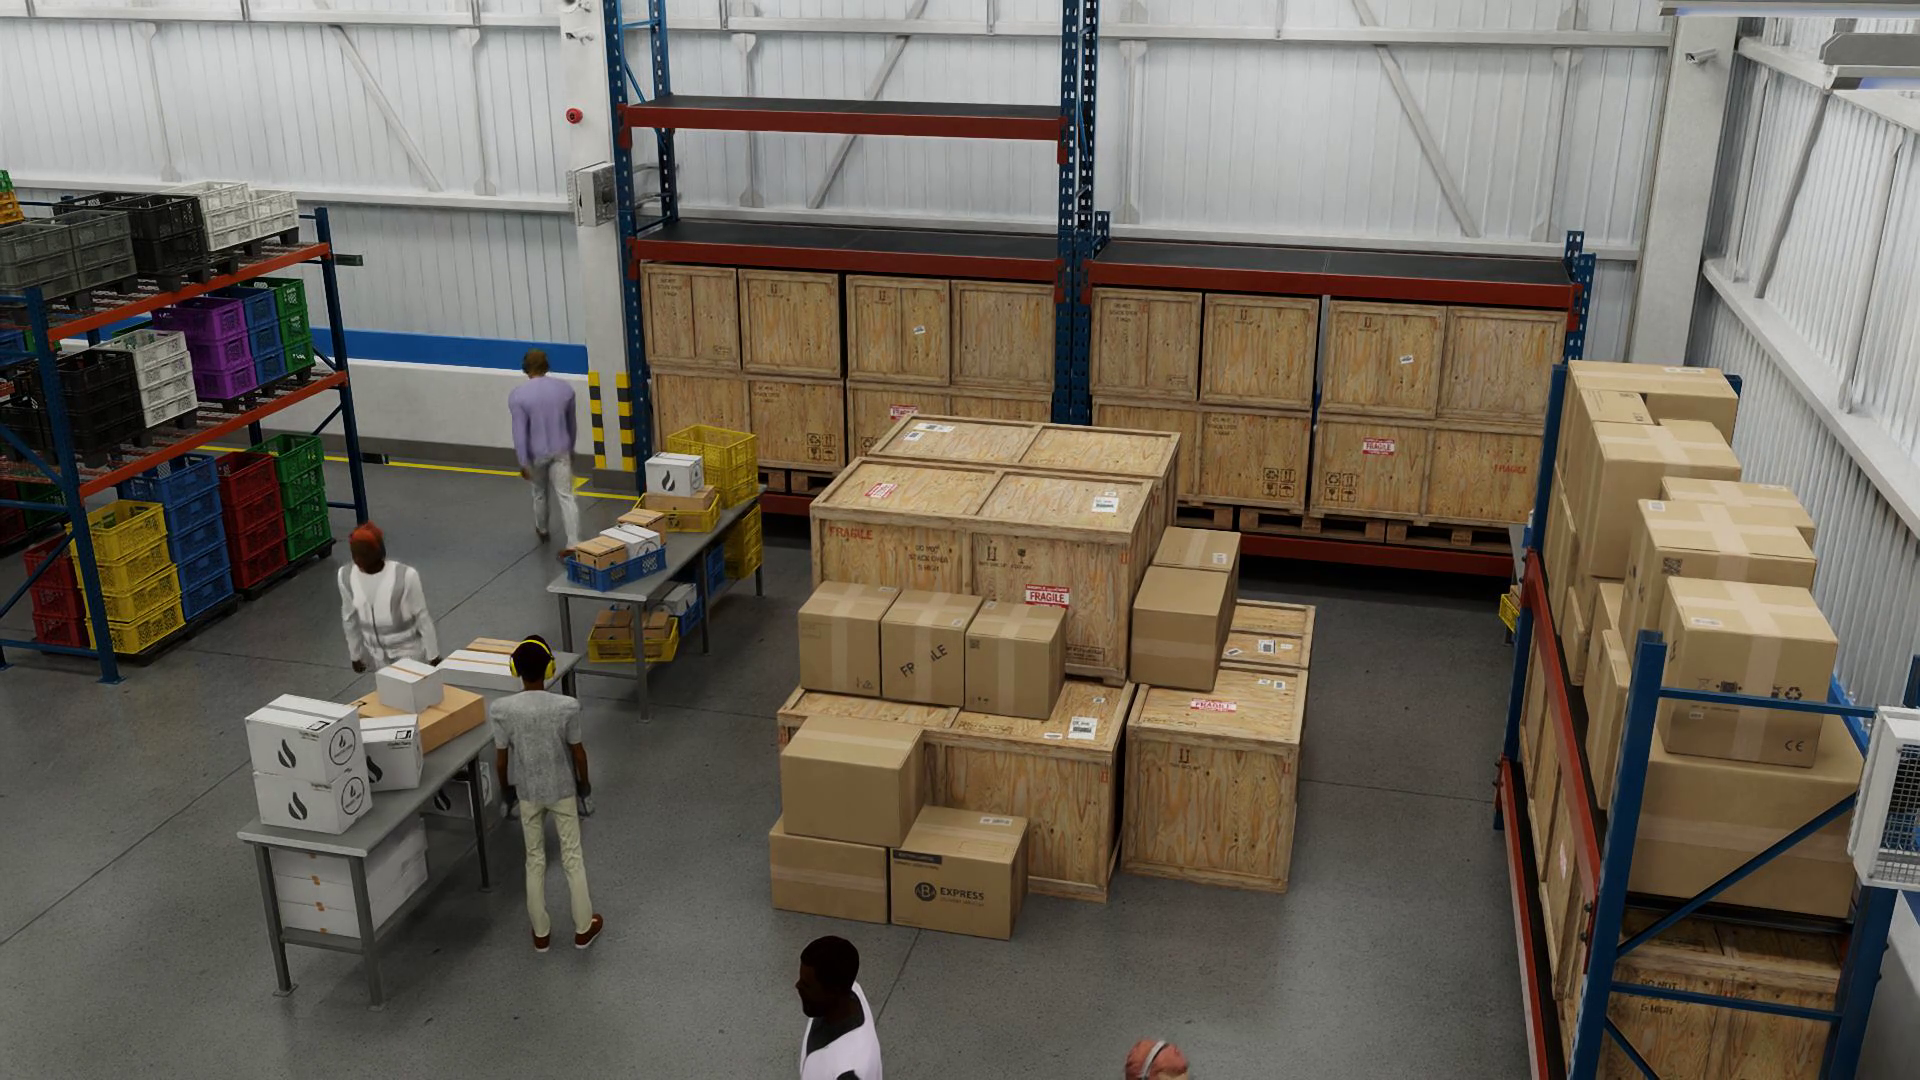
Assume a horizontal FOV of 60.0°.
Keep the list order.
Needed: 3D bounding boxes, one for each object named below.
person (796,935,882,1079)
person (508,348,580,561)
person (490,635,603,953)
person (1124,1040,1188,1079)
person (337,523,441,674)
[{"bbox_3d":[-0.454,2.376,6.503,0.392,1.919,0.590,-4,21,-11],"label":"person"},{"bbox_3d":[-3.662,-0.755,14.803,0.625,1.870,1.058,-11,24,-28],"label":"person"},{"bbox_3d":[-2.268,1.395,9.132,0.517,1.874,0.327,-1,21,-4],"label":"person"},{"bbox_3d":[0.653,2.595,5.967,0.397,1.898,0.639,15,25,34],"label":"person"},{"bbox_3d":[-3.755,0.757,10.871,0.606,1.838,0.804,6,22,15],"label":"person"}]
